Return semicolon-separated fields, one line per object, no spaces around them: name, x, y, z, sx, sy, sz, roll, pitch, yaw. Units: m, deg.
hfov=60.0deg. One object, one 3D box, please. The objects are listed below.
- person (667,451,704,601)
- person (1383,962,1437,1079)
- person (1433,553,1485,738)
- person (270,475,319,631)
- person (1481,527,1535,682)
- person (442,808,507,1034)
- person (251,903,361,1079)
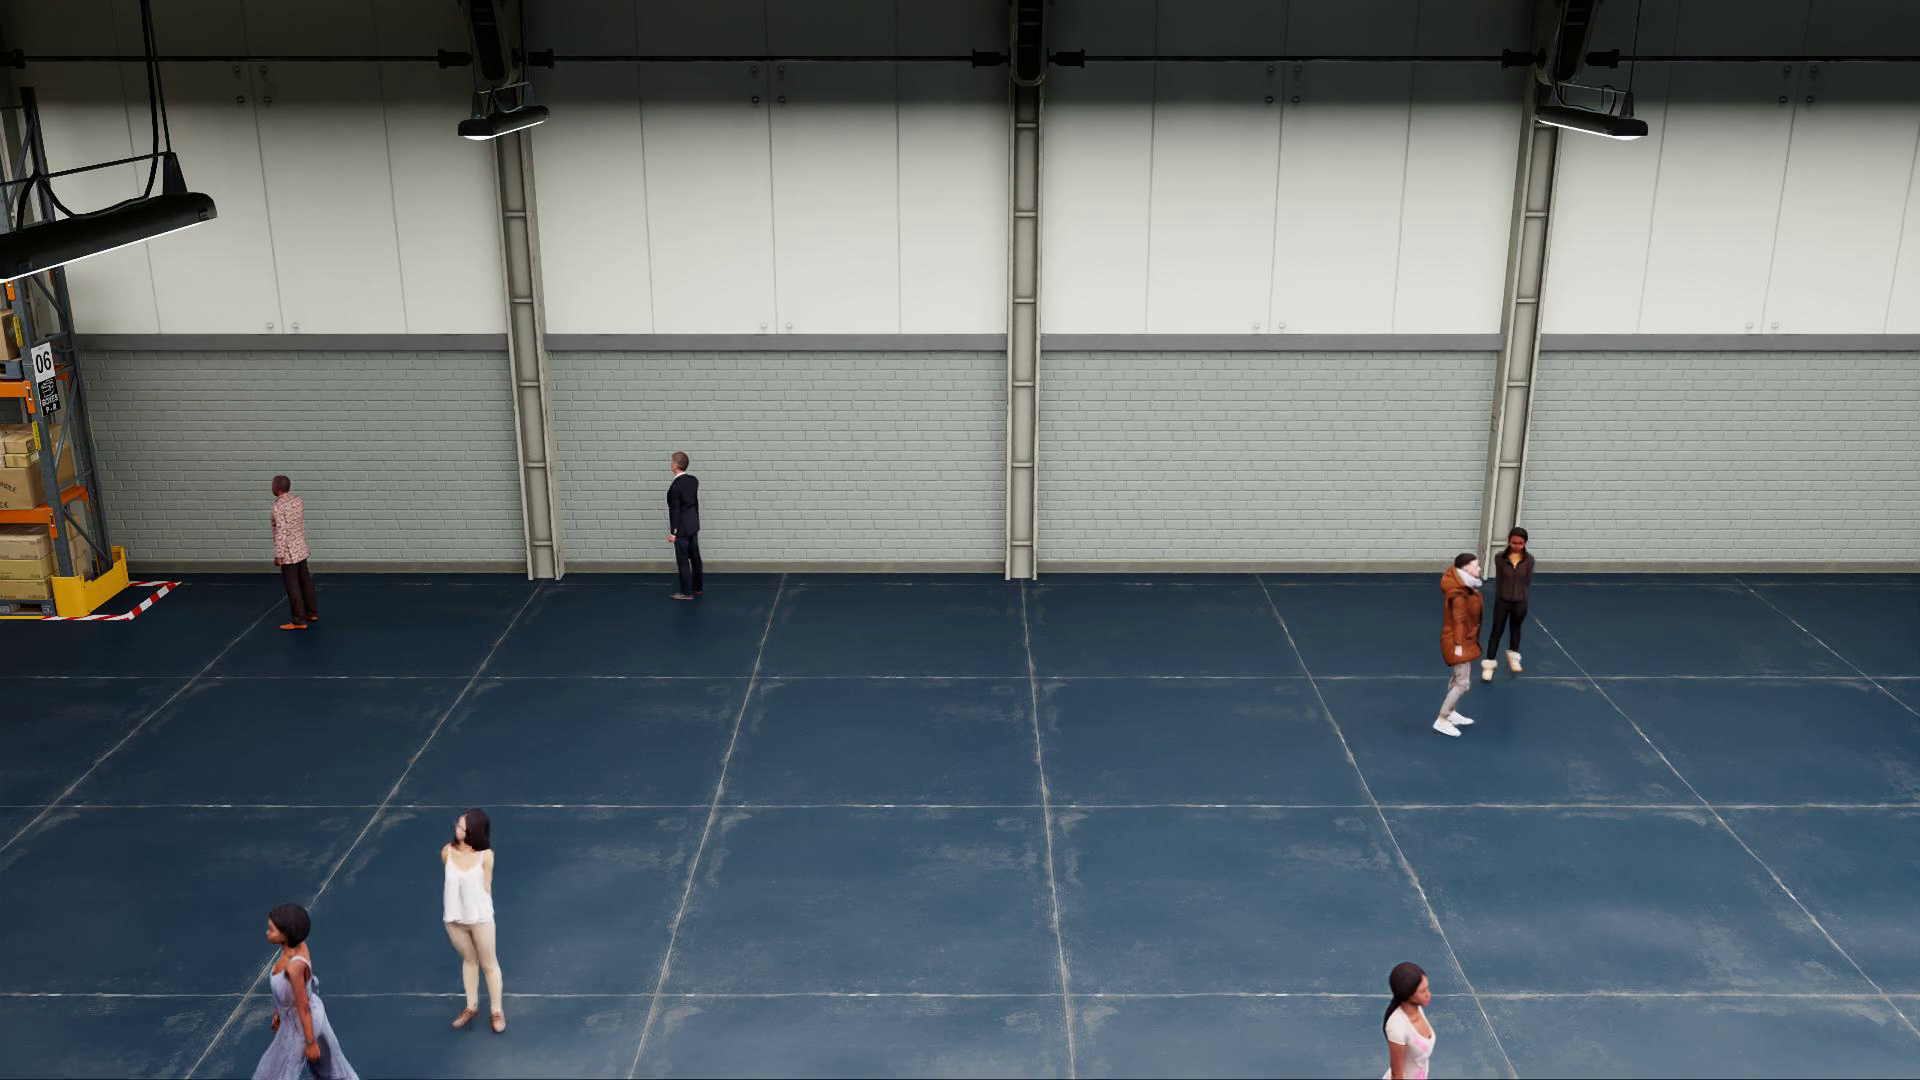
person;-3.323;-0.186;20.059;0.755;1.815;0.766;9;20;25
person;2.561;3.233;9.680;0.649;1.741;0.657;9;20;24
person;4.884;1.005;16.365;0.787;1.839;0.790;4;19;13
person;-7.675;0.127;19.110;0.644;1.808;0.736;3;18;10
person;5.831;0.703;17.582;0.798;1.659;0.788;16;24;40
person;-3.443;2.625;11.707;0.546;1.642;0.602;7;19;21
person;-4.024;3.043;10.413;1.193;1.648;0.882;-7;19;-20
